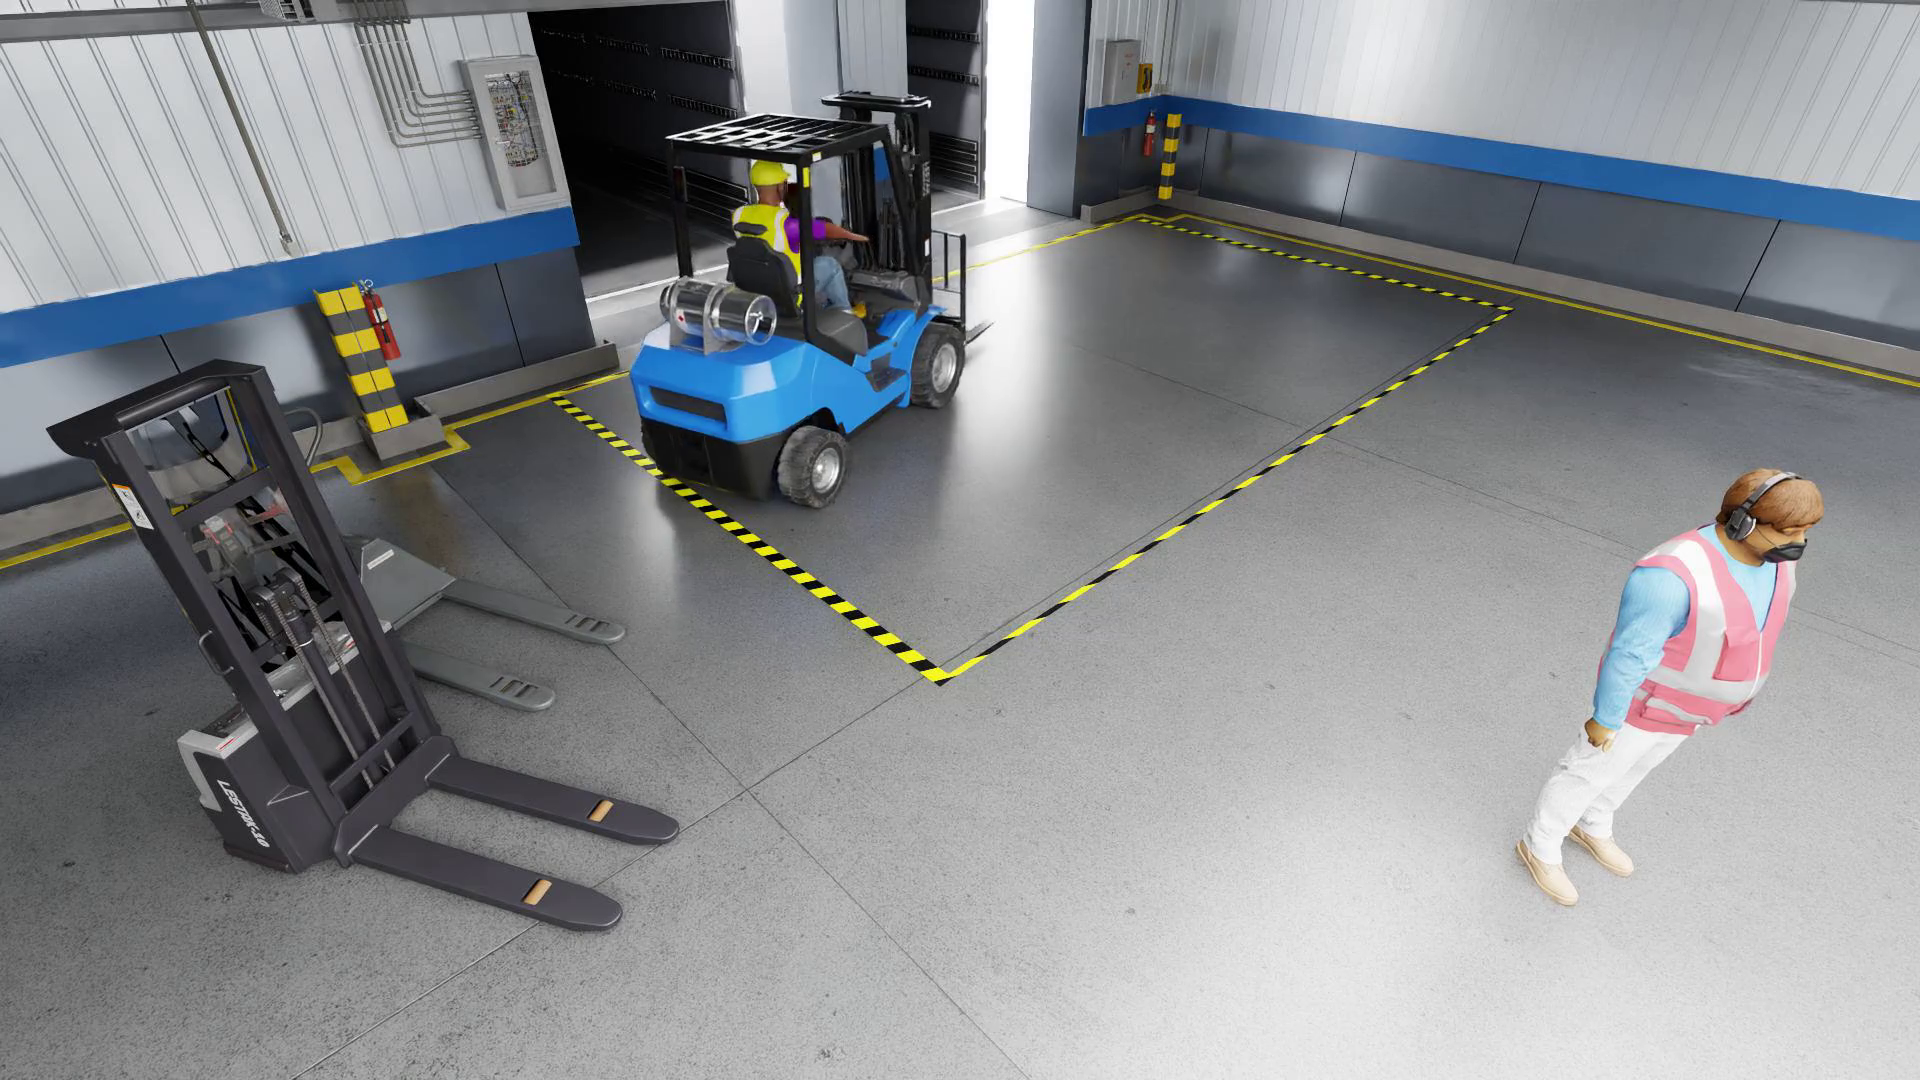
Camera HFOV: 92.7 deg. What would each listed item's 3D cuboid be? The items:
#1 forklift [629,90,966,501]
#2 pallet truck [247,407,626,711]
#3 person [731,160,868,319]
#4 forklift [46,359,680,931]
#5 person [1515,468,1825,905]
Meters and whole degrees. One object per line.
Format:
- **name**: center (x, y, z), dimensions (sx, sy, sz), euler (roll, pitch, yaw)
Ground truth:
- **forklift**: center (-1.055, -1.790, 6.290), dimensions (1.157, 2.036, 2.680), euler (16, 38, 23)
- **pallet truck**: center (-2.628, 0.038, 4.590), dimensions (1.601, 1.201, 0.680), euler (12, 36, 18)
- **person**: center (-1.020, -1.972, 6.226), dimensions (0.635, 1.294, 1.004), euler (16, 38, 23)
- **forklift**: center (-2.135, 0.422, 3.354), dimensions (1.885, 1.965, 0.823), euler (10, 35, 14)
- **person**: center (2.510, 0.566, 3.279), dimensions (0.629, 1.843, 0.429), euler (-13, 36, -18)
